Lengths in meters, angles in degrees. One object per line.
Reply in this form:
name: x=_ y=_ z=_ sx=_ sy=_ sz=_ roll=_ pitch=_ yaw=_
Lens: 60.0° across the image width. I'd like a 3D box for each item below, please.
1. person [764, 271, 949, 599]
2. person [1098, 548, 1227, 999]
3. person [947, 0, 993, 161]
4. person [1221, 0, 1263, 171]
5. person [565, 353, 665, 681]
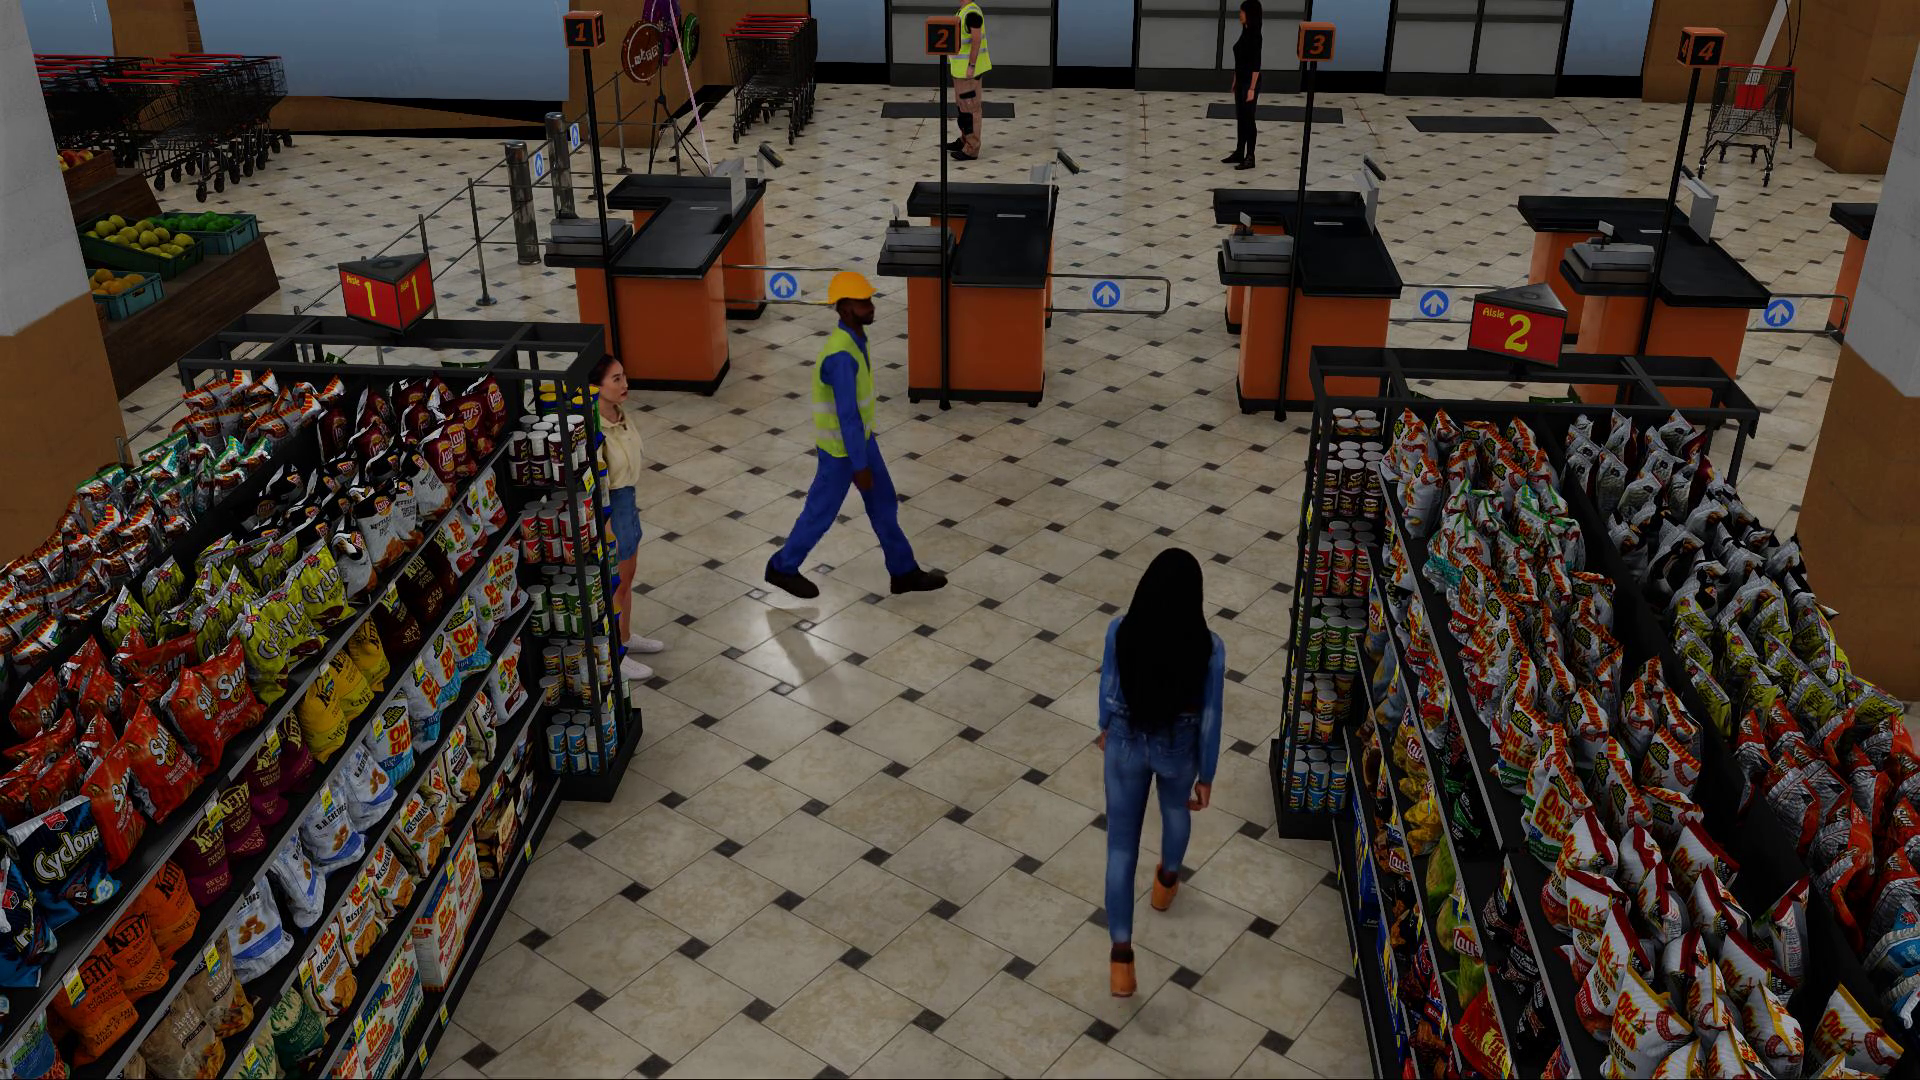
person: x=-0.661 y=-0.480 z=8.465 sx=0.802 sy=1.768 sz=1.152 roll=5 pitch=27 yaw=9
person: x=0.672 y=0.852 z=5.944 sx=0.674 sy=1.673 sz=1.174 roll=4 pitch=27 yaw=9
person: x=0.063 y=-4.841 z=16.980 sx=0.838 sy=1.846 sz=0.739 roll=-5 pitch=27 yaw=-9
person: x=2.887 y=-4.574 z=16.680 sx=0.705 sy=1.642 sz=0.561 roll=-8 pitch=28 yaw=-15
person: x=-1.654 y=-0.120 z=7.908 sx=0.696 sy=1.632 sz=0.482 roll=2 pitch=27 yaw=3
